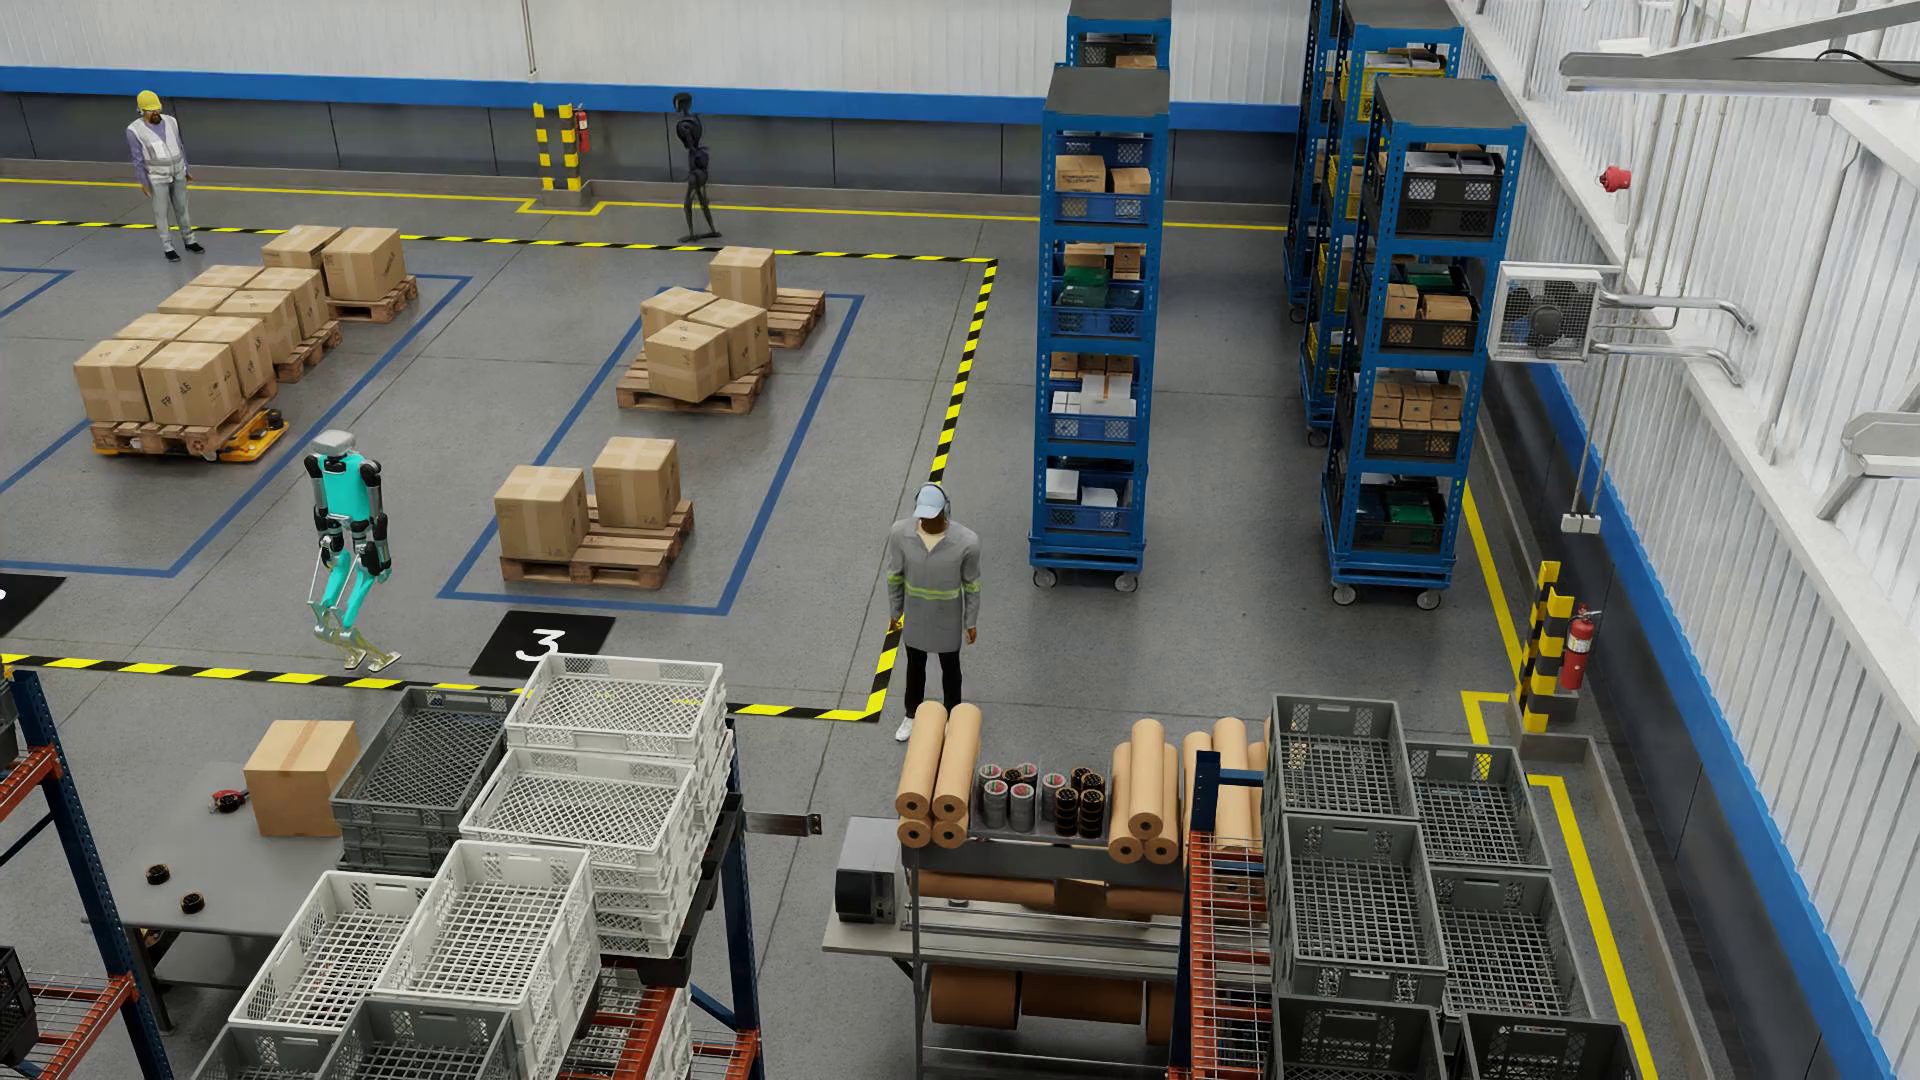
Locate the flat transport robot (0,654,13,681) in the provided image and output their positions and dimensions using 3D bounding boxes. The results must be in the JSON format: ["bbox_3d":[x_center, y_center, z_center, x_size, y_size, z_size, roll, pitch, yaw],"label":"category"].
[{"bbox_3d":[-7.142,0.969,11.010,1.431,0.231,0.659,3,30,6],"label":"flat transport robot"}]

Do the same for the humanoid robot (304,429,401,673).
[{"bbox_3d":[-4.049,0.154,10.817,0.533,1.675,0.735,9,31,15],"label":"humanoid robot"}]

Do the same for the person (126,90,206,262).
[{"bbox_3d":[-8.522,-3.917,17.847,0.404,1.829,0.599,19,35,29],"label":"person"}]

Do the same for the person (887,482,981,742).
[{"bbox_3d":[-0.172,0.464,10.303,0.587,1.853,0.388,7,31,12],"label":"person"}]

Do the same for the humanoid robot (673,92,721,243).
[{"bbox_3d":[-2.939,-4.115,18.351,0.488,1.634,0.612,-3,30,-5],"label":"humanoid robot"}]

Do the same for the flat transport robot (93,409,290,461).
[{"bbox_3d":[-6.589,-0.936,14.254,1.431,0.197,0.652,3,30,6],"label":"flat transport robot"}]
